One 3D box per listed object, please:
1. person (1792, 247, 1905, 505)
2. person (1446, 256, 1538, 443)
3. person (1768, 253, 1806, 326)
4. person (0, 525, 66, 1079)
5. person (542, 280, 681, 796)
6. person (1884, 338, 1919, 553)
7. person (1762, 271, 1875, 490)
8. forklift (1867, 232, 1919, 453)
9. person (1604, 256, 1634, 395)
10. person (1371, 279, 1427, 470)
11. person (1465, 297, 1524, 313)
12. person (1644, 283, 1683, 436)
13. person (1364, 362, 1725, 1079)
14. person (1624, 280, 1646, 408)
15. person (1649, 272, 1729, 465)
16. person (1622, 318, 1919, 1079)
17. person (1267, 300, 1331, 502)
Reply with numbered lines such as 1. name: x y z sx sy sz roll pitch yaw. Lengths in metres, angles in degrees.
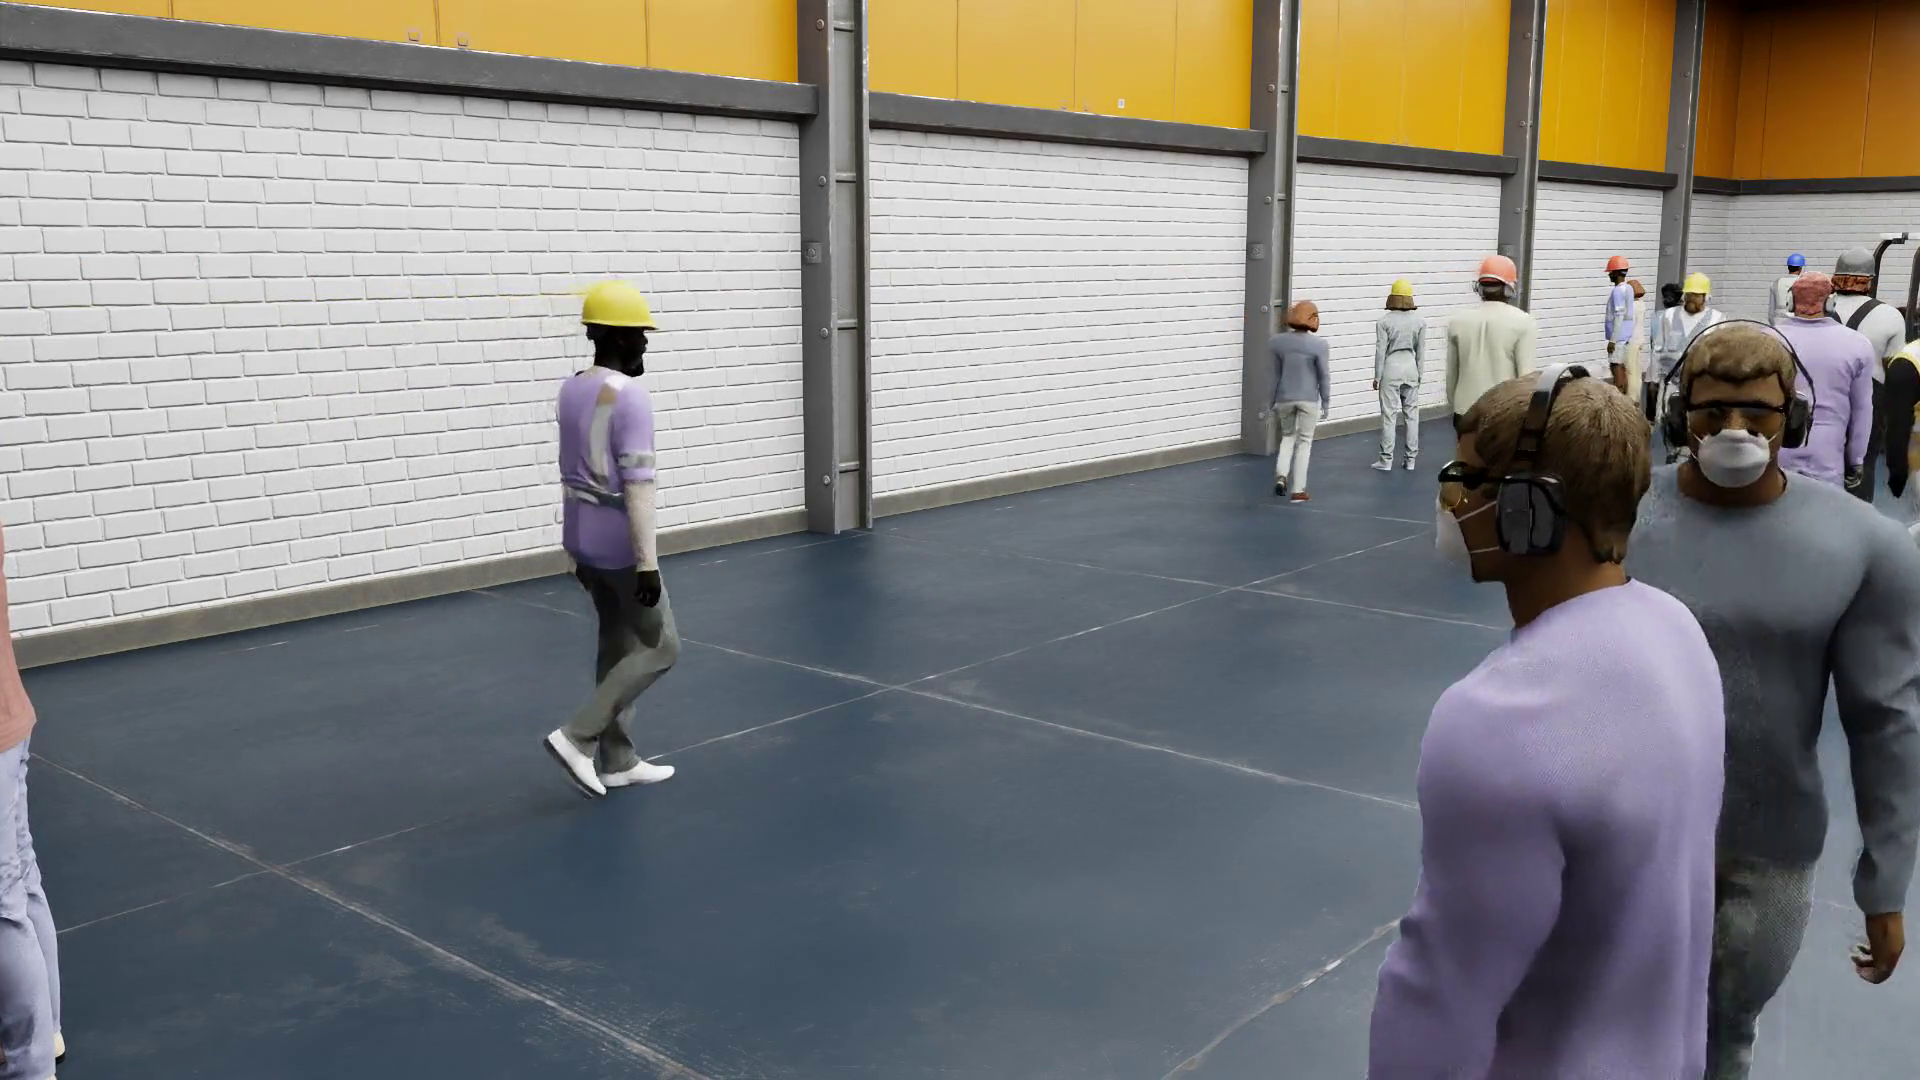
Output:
1. person: 5.741 -0.883 10.832 0.689 2.000 0.538 6 12 32
2. person: 3.482 -0.844 10.799 0.628 1.960 0.920 8 13 38
3. person: 11.651 -3.032 23.334 0.386 1.948 0.601 -9 13 -40
4. person: -2.323 0.481 3.848 0.323 1.767 0.533 -4 11 -22
5. person: -1.280 0.014 6.089 0.478 1.911 0.615 -7 12 -37
6. person: 5.179 -0.429 8.909 0.634 1.815 0.781 -3 10 -17
7. person: 4.451 -0.462 8.823 0.651 1.904 0.403 4 11 21
8. forklift: 9.955 -1.972 16.595 2.313 2.155 1.214 1 10 8
9. person: 7.929 -2.462 20.120 0.373 1.933 0.549 7 12 33
10. person: 4.007 -1.506 15.228 0.488 1.744 0.295 -2 10 -11
11. person: 4.763 -1.490 14.972 0.592 1.796 0.808 5 11 27
12. person: 7.707 -1.945 17.960 0.817 1.667 0.540 -6 12 -32
13. person: 0.666 0.720 2.143 1.003 1.882 0.651 7 12 36
14. person: 8.408 -2.436 20.834 0.279 1.633 0.499 8 13 39
15. person: 6.375 -1.429 14.564 0.621 1.818 0.459 7 12 34
16. person: 1.327 0.574 2.945 0.660 1.893 0.976 4 11 21
17. person: 2.724 -1.106 13.308 0.524 1.614 0.349 7 12 33
